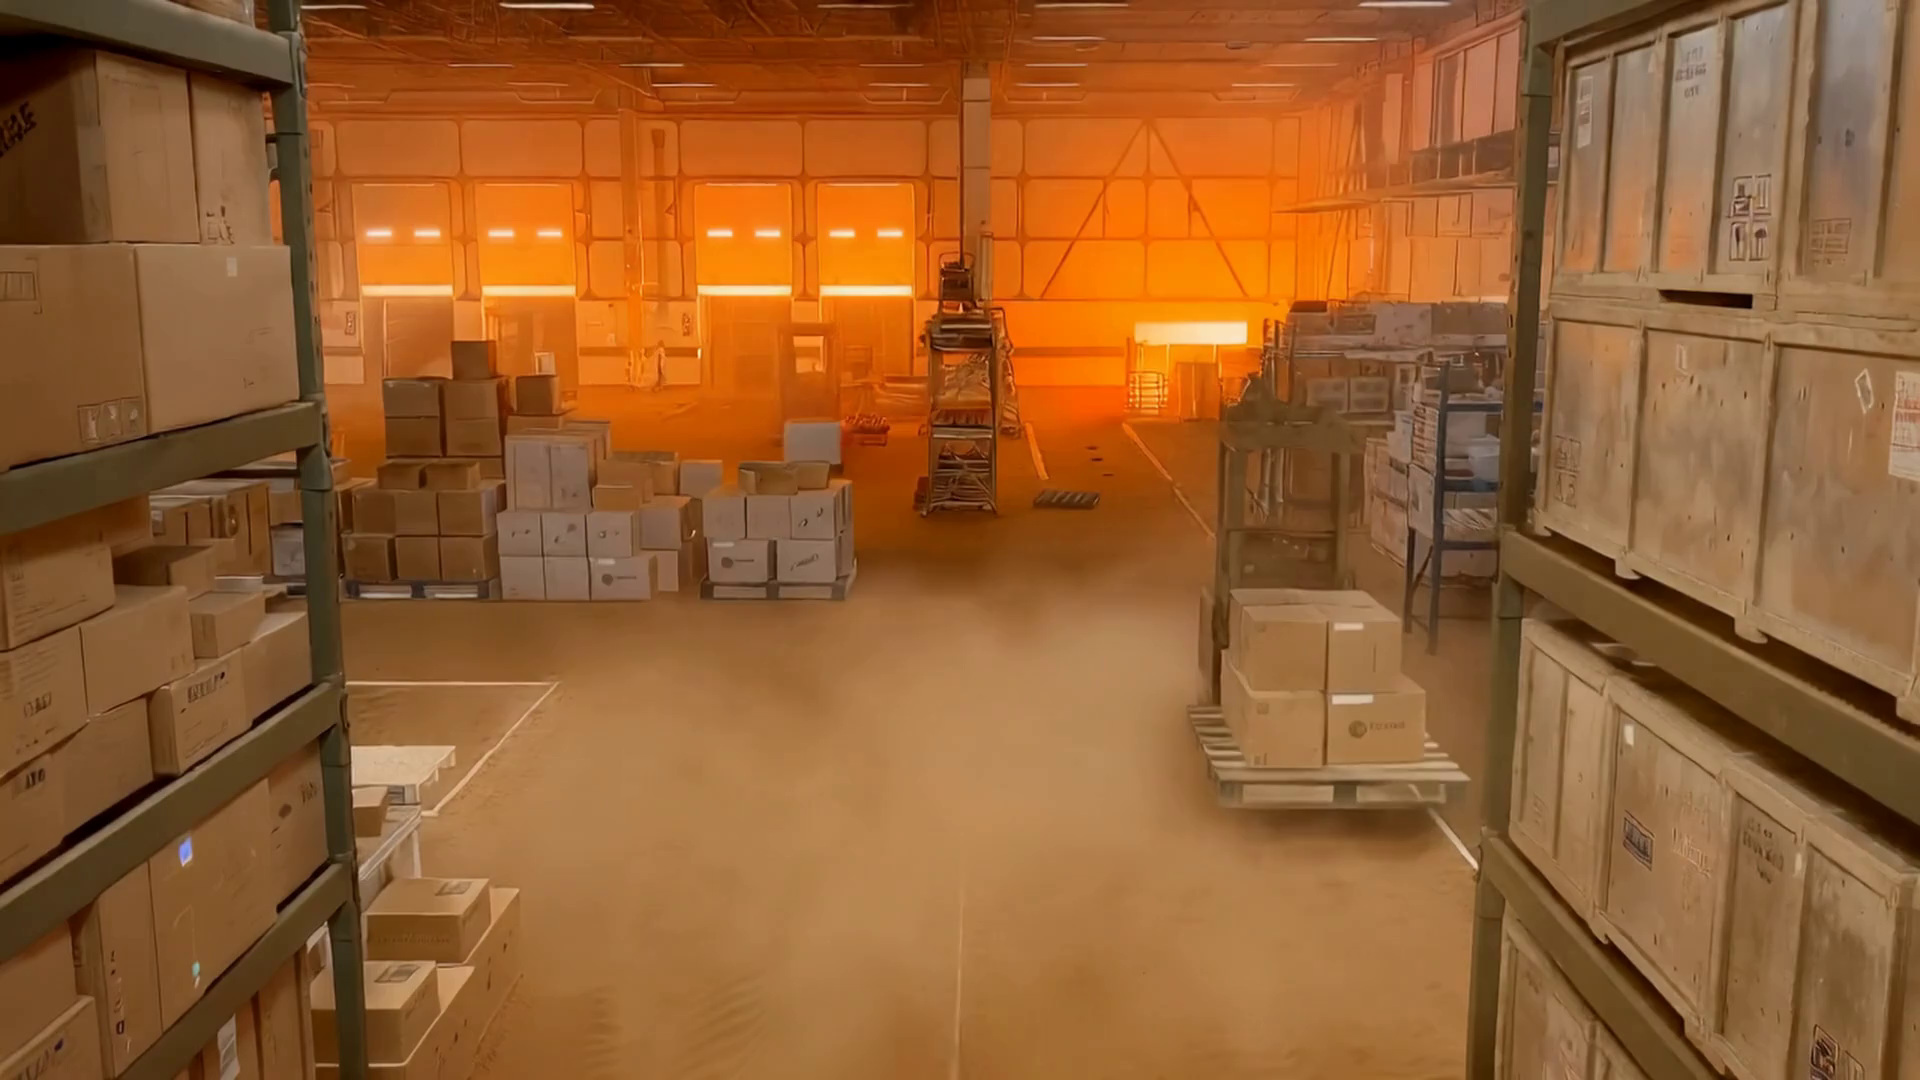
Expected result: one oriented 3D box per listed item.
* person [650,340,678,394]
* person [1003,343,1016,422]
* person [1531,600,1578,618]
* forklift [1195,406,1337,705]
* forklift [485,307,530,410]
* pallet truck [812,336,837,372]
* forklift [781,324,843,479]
[{"bbox_3d":[-8.648,-5.019,48.345,0.849,1.592,0.527,-1,10,-6],"label":"person"},{"bbox_3d":[1.193,-3.848,40.629,0.370,1.936,0.627,0,10,1],"label":"person"},{"bbox_3d":[4.475,1.110,12.138,0.621,1.888,0.968,2,10,12],"label":"person"},{"bbox_3d":[2.694,0.240,14.316,1.129,2.768,1.873,0,10,1],"label":"forklift"},{"bbox_3d":[-10.754,-4.150,39.646,1.129,2.768,1.873,0,10,1],"label":"forklift"},{"bbox_3d":[-3.021,-4.312,43.126,1.885,1.965,0.823,3,10,17],"label":"pallet truck"},{"bbox_3d":[-2.741,-2.587,30.628,1.129,2.768,1.873,-1,10,-6],"label":"forklift"}]
